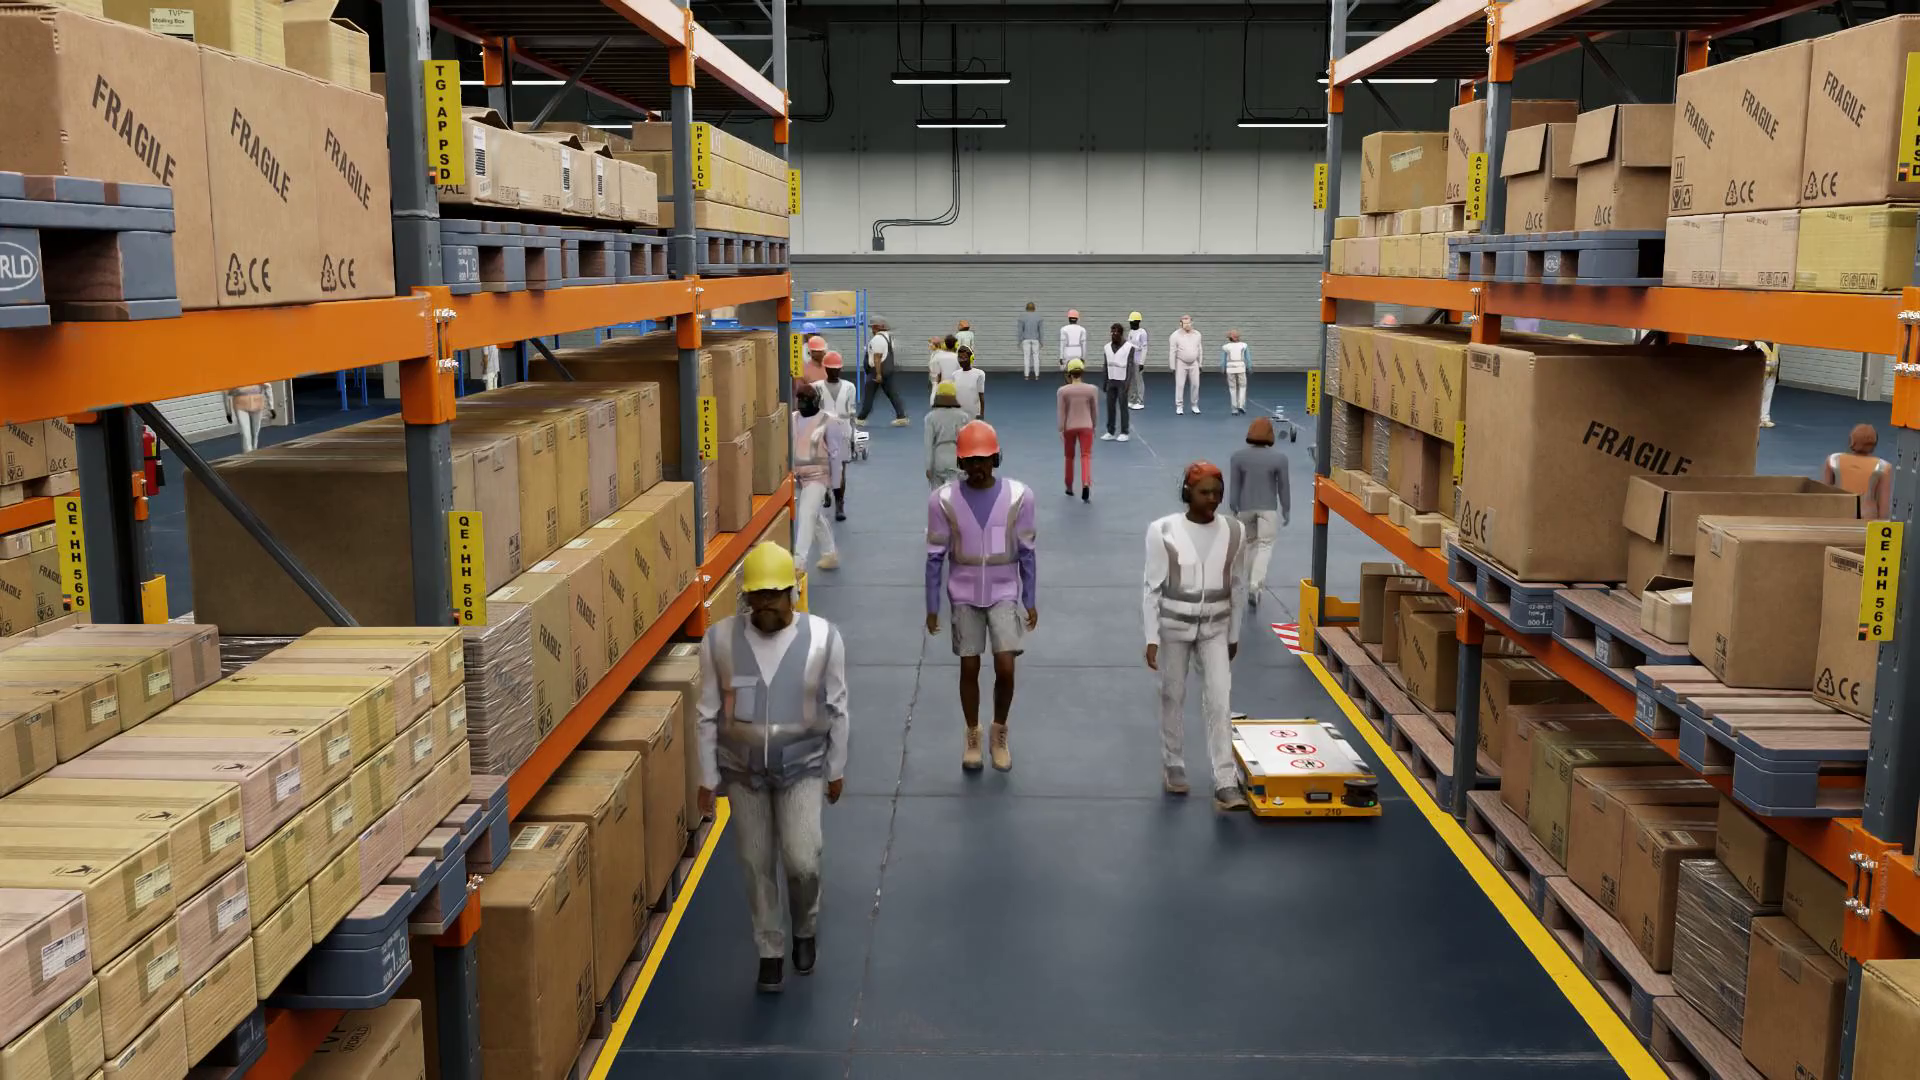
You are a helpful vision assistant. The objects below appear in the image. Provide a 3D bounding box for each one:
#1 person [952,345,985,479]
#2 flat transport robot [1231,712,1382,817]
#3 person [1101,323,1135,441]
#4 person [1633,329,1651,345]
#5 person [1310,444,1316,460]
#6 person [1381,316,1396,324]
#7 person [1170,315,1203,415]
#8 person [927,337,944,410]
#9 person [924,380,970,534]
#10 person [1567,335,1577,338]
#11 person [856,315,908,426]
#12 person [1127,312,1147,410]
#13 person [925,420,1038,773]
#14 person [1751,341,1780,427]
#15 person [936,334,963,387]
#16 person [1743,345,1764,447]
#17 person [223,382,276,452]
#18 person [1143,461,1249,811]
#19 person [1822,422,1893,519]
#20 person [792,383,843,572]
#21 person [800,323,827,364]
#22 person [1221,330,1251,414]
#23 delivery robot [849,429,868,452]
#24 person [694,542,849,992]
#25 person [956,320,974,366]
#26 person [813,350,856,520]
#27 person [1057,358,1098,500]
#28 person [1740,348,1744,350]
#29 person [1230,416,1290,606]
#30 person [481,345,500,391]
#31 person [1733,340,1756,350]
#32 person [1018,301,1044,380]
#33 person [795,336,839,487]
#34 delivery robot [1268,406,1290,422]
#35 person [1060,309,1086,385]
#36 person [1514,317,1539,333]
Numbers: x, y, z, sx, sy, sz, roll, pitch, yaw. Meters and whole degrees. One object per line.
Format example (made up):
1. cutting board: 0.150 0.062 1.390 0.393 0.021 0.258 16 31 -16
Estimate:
1. person: 0.092 -1.540 21.126 0.500 1.862 0.332 6 11 31
2. flat transport robot: 1.858 1.240 9.335 0.652 0.197 1.431 0 9 -1
3. person: 2.584 -2.587 27.222 0.610 1.912 0.434 8 12 40
4. person: 15.001 -4.081 36.427 0.694 1.821 0.557 -5 11 -27
5. person: 5.357 -1.881 23.671 0.611 1.682 0.531 -2 10 -11
6. person: 7.690 -3.135 30.462 0.694 1.934 1.036 2 10 13
7. person: 4.344 -3.353 31.887 0.657 1.892 0.396 -2 10 -13
8. person: -0.401 -2.694 28.715 0.365 1.627 0.500 -2 10 -14
9. person: -0.131 -0.785 17.087 0.502 1.689 0.908 -2 10 -12
10. person: 9.929 -2.443 26.936 0.417 1.735 0.700 4 10 24
11. person: -1.405 -3.034 29.647 1.036 2.000 0.682 4 10 25
12. person: 3.485 -3.563 33.025 0.369 1.927 0.589 -5 11 -26
13. person: 0.119 0.330 9.420 0.643 2.018 0.596 0 9 1
14. person: 14.217 -2.910 29.411 0.629 1.838 0.429 -3 10 -16
15. person: -0.144 -2.184 25.078 0.561 1.831 0.808 5 10 25
16. person: 8.947 -1.243 19.016 0.608 1.963 0.371 -7 12 -37
17. person: -9.727 -1.814 22.728 0.604 1.875 1.016 -7 12 -35
18. person: 1.262 0.515 8.829 0.601 1.838 0.939 -1 10 -8
19. person: 7.203 -0.139 13.437 0.524 1.617 0.689 6 11 33
20. person: -1.398 -0.563 15.480 0.635 1.800 0.960 7 12 36
21. person: -2.456 -2.561 27.021 0.633 1.923 0.655 -8 13 -41
22. person: 5.269 -3.203 31.777 0.564 1.615 0.427 1 10 6
23. delivery robot: -1.688 -1.508 24.665 0.707 0.478 0.477 9 13 42
24. person: -0.752 0.903 6.596 0.604 1.815 0.431 0 9 1
25. person: 0.095 -4.090 37.062 0.498 1.633 0.286 -8 13 -41
26. person: -1.462 -1.221 19.046 0.556 1.915 0.811 -2 10 -13
27. person: 1.460 -1.386 20.583 0.518 1.736 0.855 0 9 0
28. person: 9.986 -1.584 21.533 0.453 1.804 0.630 4 10 24
29. person: 2.535 -0.251 14.149 0.507 1.604 0.734 4 10 21
30. person: -8.437 -2.999 29.858 0.312 1.864 0.511 1 10 8
31. person: 12.326 -2.396 26.161 0.337 1.883 0.584 -3 10 -16
32. person: 1.756 -4.936 41.223 0.635 1.936 0.356 -1 10 -4
33. person: -1.872 -1.716 21.907 0.617 1.958 0.993 -6 11 -30
34. delivery robot: 5.252 -2.079 27.309 0.335 0.223 0.698 1 10 6
35. person: 2.359 -3.886 34.984 0.566 1.916 0.443 -2 10 -12
36. person: 14.065 -4.920 41.315 0.873 1.882 0.655 -8 12 -39
